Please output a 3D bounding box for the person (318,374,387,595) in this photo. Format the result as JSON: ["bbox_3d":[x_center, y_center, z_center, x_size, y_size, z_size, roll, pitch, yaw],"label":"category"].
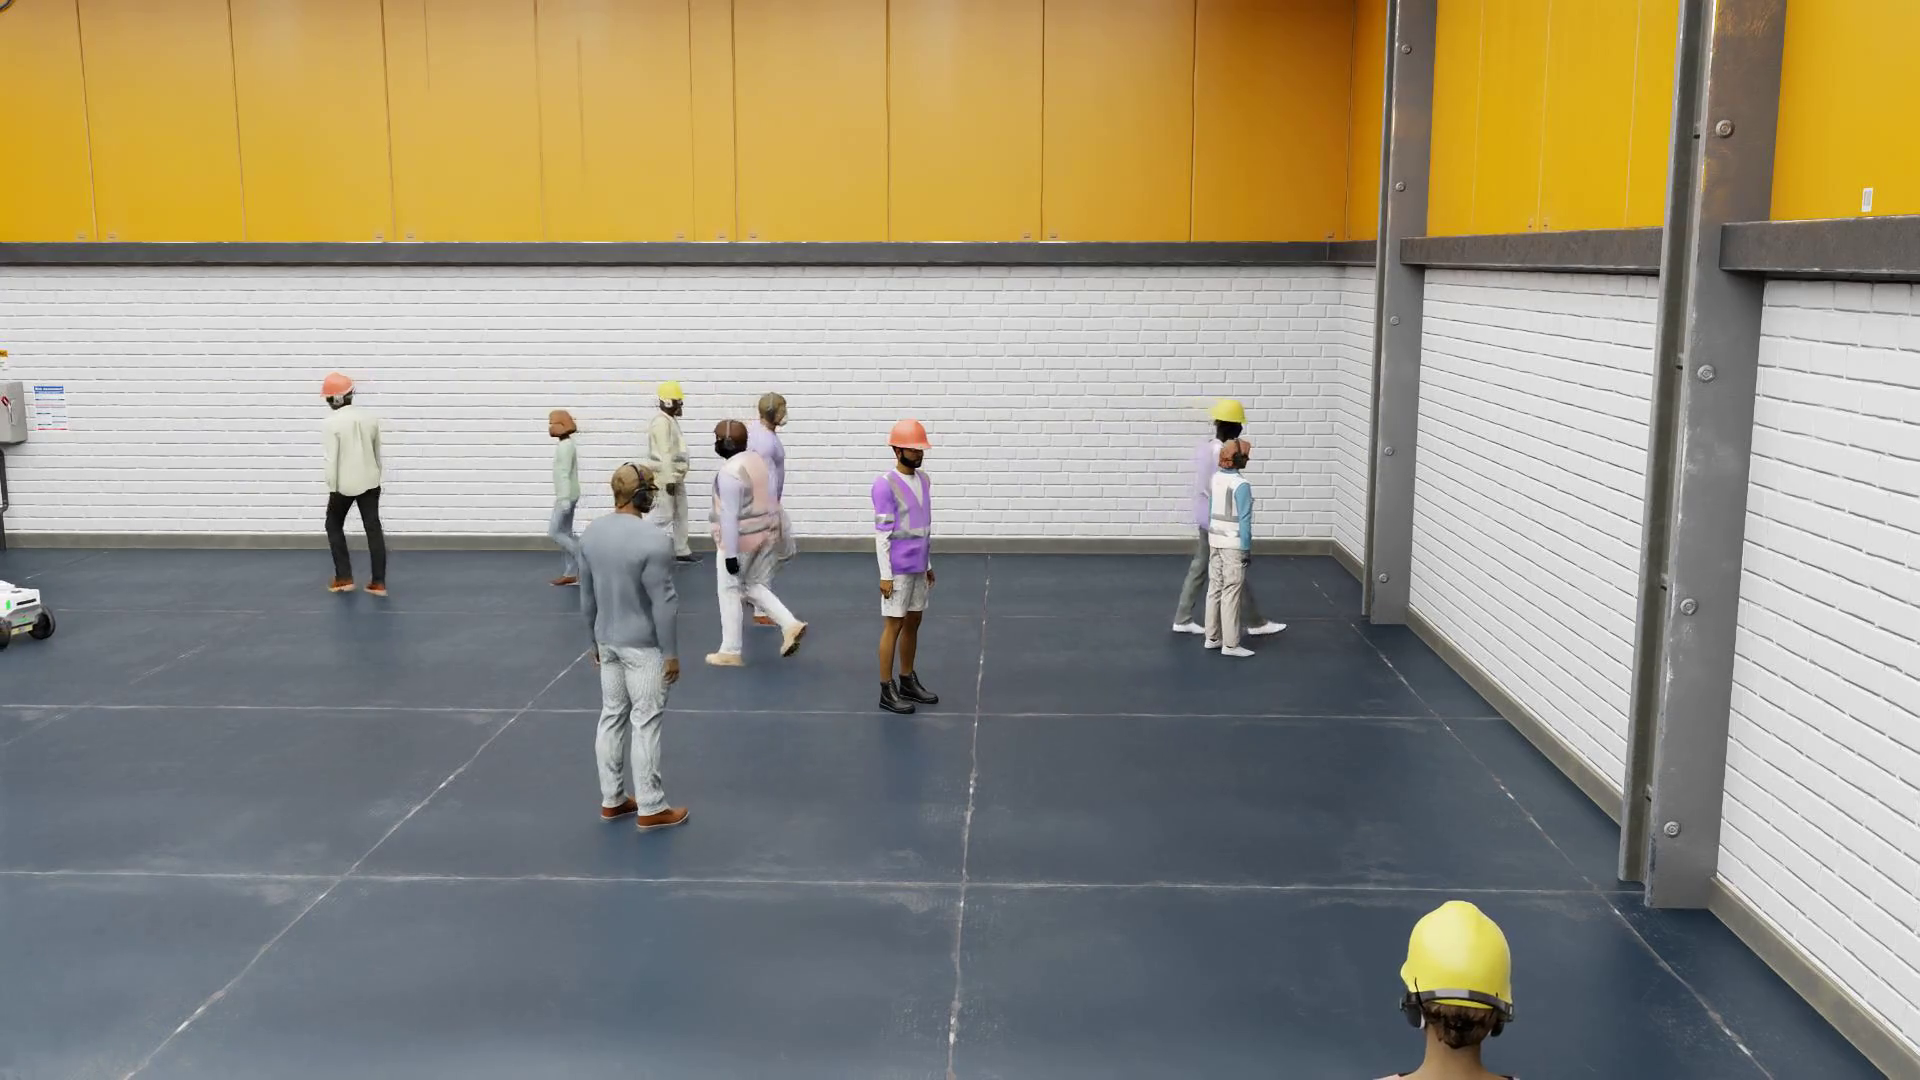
[{"bbox_3d":[-5.385,-0.493,14.730,0.718,1.962,0.697,7,12,37],"label":"person"}]

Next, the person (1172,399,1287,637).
[{"bbox_3d":[2.104,-0.166,13.078,0.893,1.874,0.600,-1,10,-4],"label":"person"}]

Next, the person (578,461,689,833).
[{"bbox_3d":[-1.709,0.554,8.693,0.635,1.937,0.352,7,12,35],"label":"person"}]

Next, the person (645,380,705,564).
[{"bbox_3d":[-2.892,-0.635,16.044,0.726,1.807,0.599,0,10,2],"label":"person"}]

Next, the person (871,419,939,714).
[{"bbox_3d":[-0.336,0.166,10.972,0.362,1.935,0.553,6,11,32],"label":"person"}]

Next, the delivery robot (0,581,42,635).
[{"bbox_3d":[-7.487,0.487,12.856,0.707,0.478,0.477,3,10,18],"label":"delivery robot"}]

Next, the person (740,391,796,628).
[{"bbox_3d":[-1.525,-0.235,13.377,0.431,1.923,0.634,0,10,-1],"label":"person"}]

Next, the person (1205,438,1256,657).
[{"bbox_3d":[2.027,0.053,12.499,0.312,1.639,0.518,-4,10,-20],"label":"person"}]

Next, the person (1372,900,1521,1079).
[{"bbox_3d":[0.939,1.566,3.274,0.533,1.768,0.311,0,10,1],"label":"person"}]

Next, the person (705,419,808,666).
[{"bbox_3d":[-1.511,0.027,12.111,0.673,1.831,0.644,3,10,17],"label":"person"}]

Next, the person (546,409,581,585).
[{"bbox_3d":[-3.586,-0.373,15.051,0.366,1.617,0.518,-2,10,-11],"label":"person"}]
